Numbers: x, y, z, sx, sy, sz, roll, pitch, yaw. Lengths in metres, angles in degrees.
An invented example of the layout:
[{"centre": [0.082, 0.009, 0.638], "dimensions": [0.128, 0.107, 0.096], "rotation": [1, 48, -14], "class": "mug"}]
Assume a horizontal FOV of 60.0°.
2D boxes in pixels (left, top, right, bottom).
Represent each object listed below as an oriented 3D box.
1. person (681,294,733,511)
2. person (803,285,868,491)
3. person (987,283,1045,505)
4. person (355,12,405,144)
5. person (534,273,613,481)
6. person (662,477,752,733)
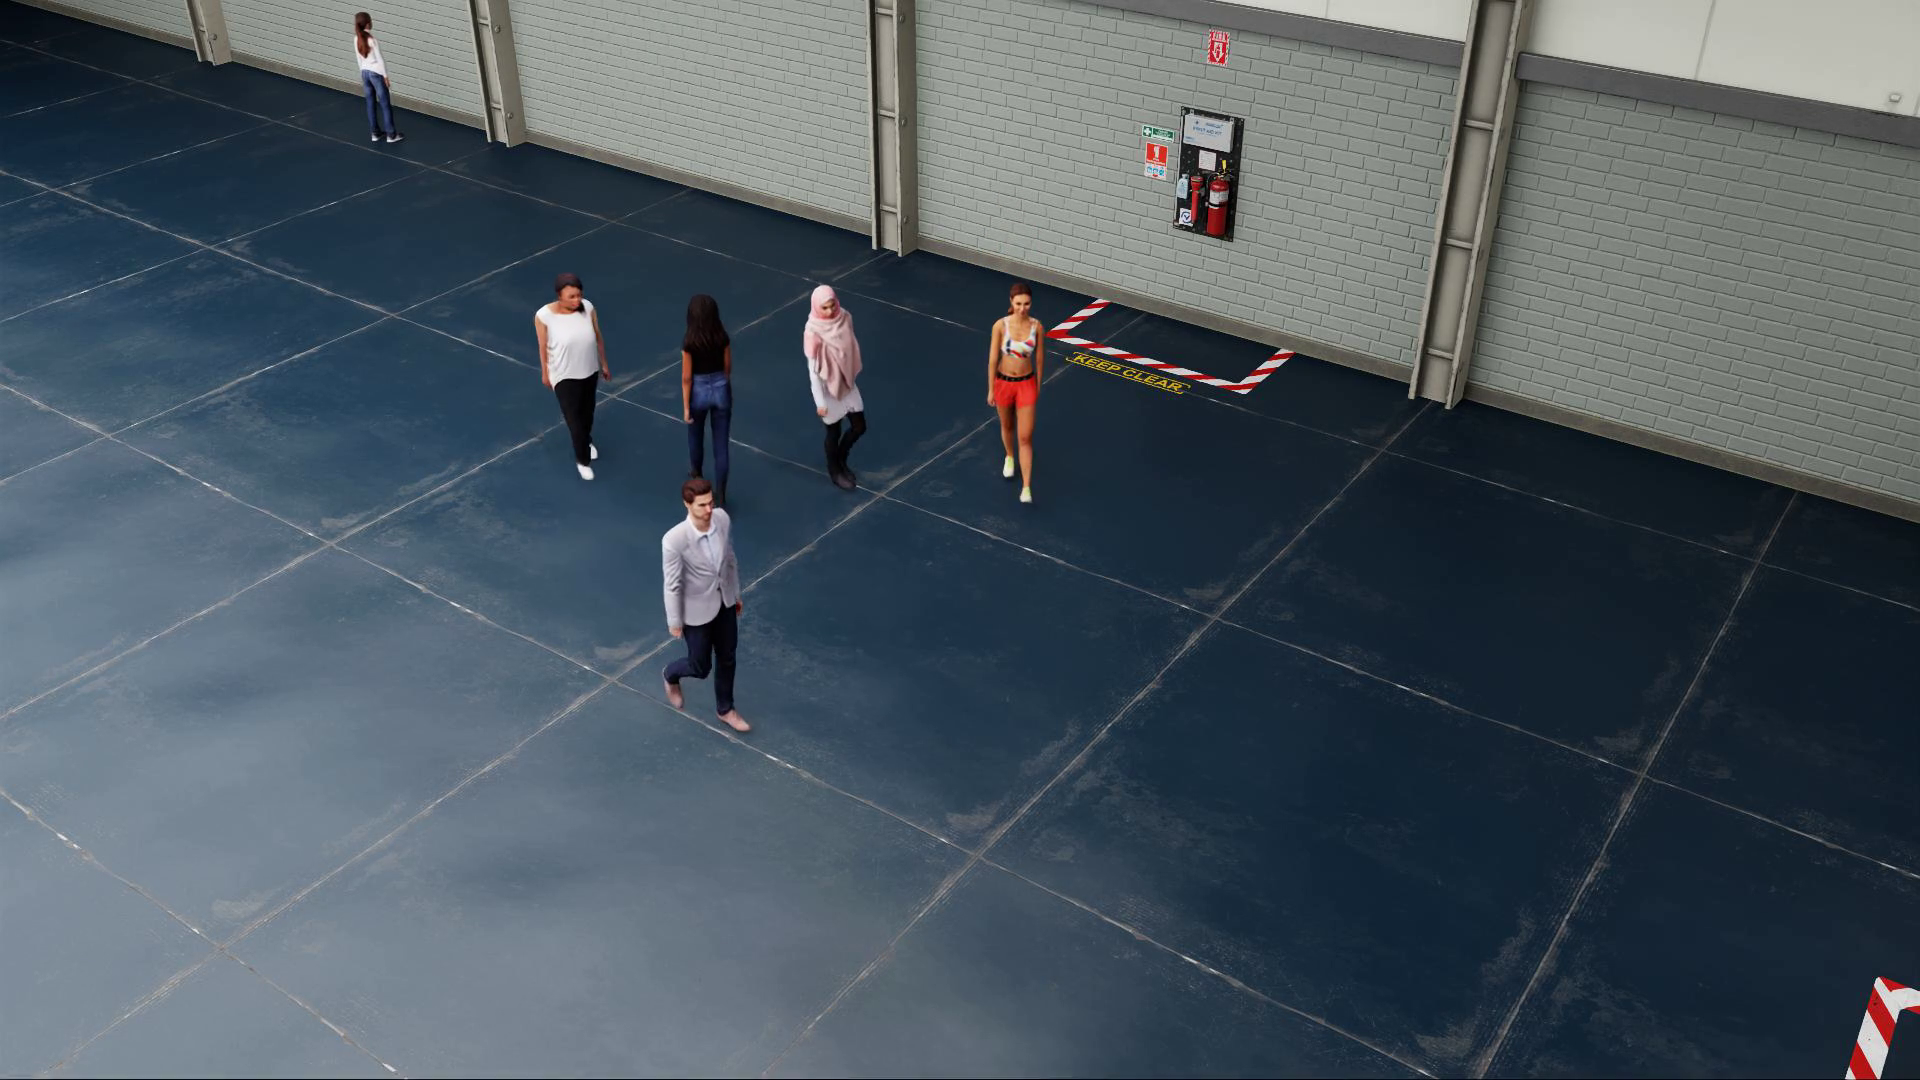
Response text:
[{"centre": [-1.886, -1.007, 12.754], "dimensions": [0.858, 1.707, 0.976], "rotation": [-12, 34, -18], "class": "person"}, {"centre": [-1.054, -1.184, 12.963], "dimensions": [0.660, 1.783, 0.684], "rotation": [24, 39, 32], "class": "person"}, {"centre": [0.419, -1.221, 13.054], "dimensions": [1.106, 1.747, 1.058], "rotation": [0, 32, 1], "class": "person"}, {"centre": [-7.136, -5.631, 20.225], "dimensions": [0.532, 1.557, 0.648], "rotation": [10, 34, 16], "class": "person"}, {"centre": [-3.127, -1.394, 13.403], "dimensions": [0.780, 1.668, 0.926], "rotation": [-24, 39, -33], "class": "person"}, {"centre": [-1.645, 0.379, 10.434], "dimensions": [0.909, 1.838, 0.742], "rotation": [25, 40, 34], "class": "person"}]
